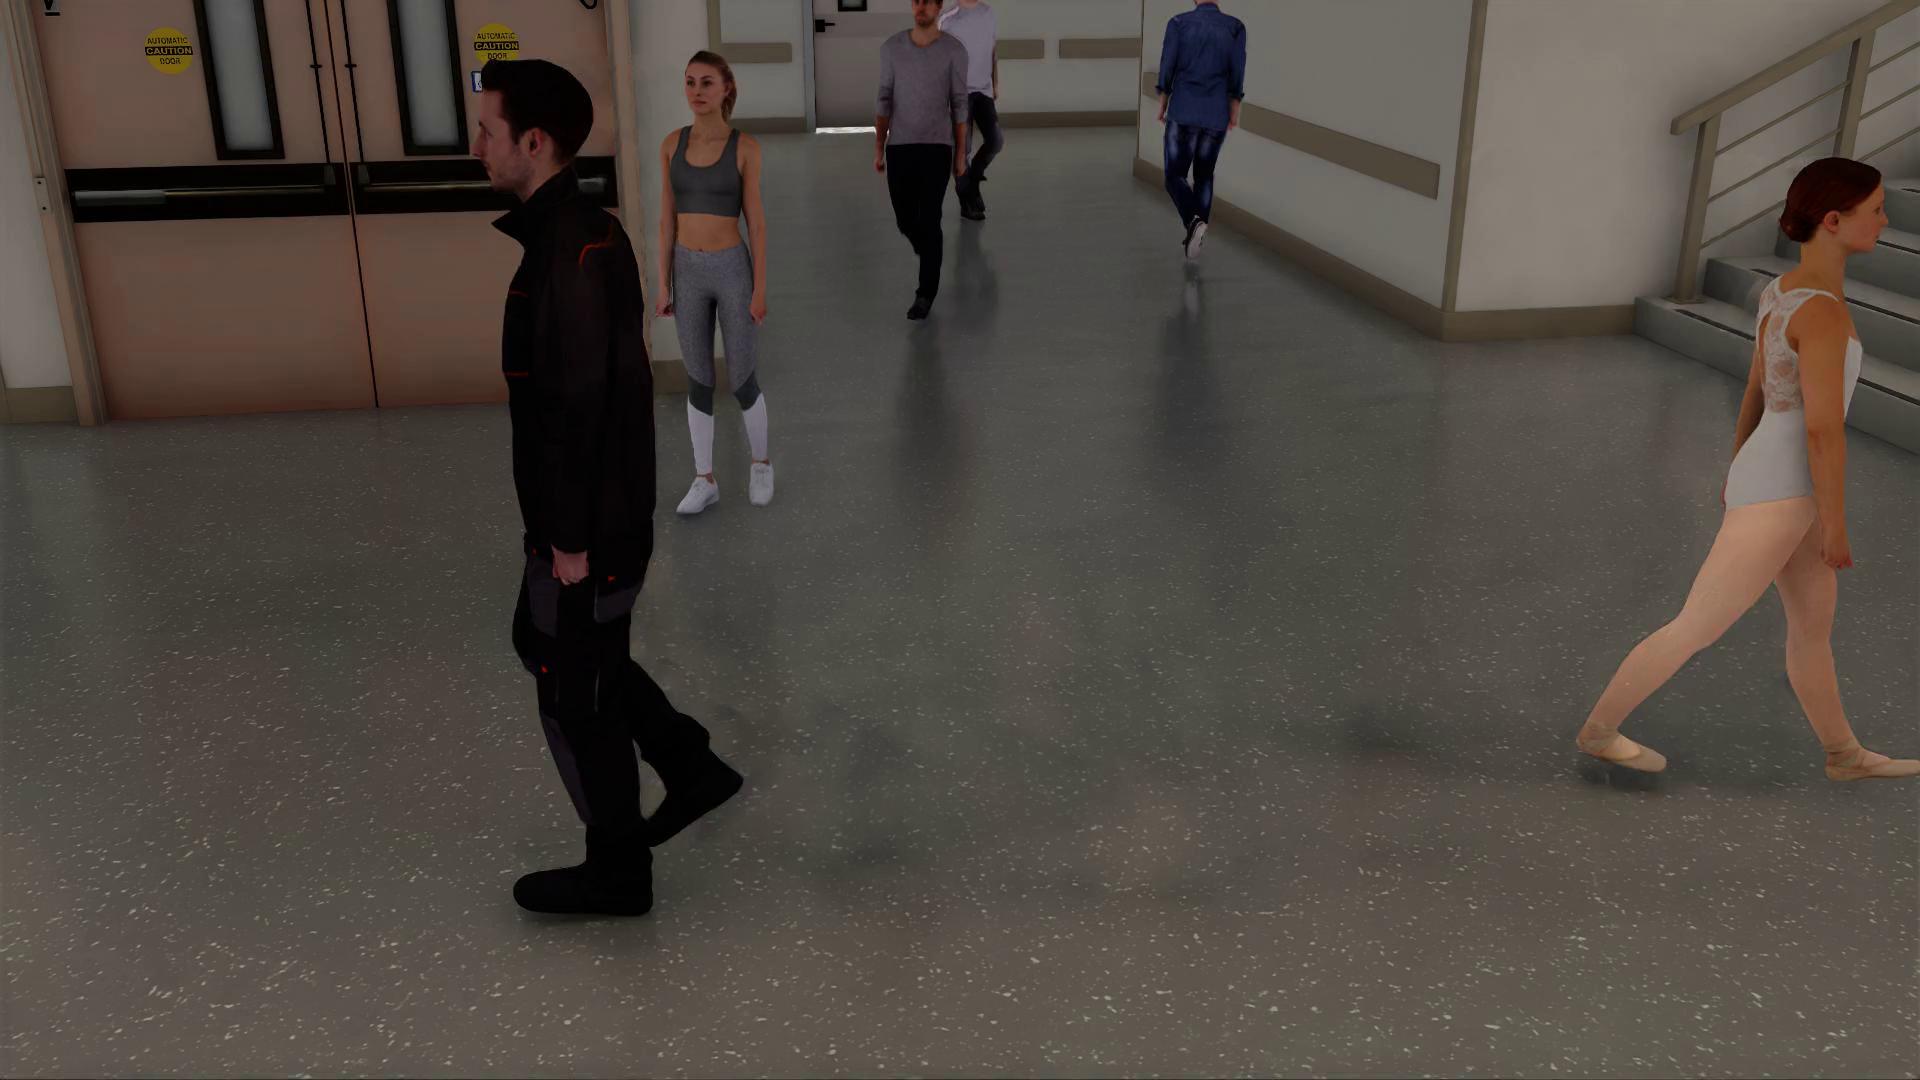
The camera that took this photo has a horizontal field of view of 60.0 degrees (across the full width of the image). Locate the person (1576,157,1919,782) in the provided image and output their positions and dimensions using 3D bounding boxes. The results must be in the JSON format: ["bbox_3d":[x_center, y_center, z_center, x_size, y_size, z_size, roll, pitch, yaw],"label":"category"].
[{"bbox_3d":[1.921,-0.089,4.113,1.145,1.593,0.874,5,21,14],"label":"person"}]

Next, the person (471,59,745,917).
[{"bbox_3d":[-0.737,-0.057,3.599,0.781,1.899,0.723,-2,21,-4],"label":"person"}]

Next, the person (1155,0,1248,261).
[{"bbox_3d":[1.526,-2.666,10.628,1.014,1.798,0.799,-2,21,-6],"label":"person"}]

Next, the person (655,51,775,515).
[{"bbox_3d":[-0.907,-0.960,6.256,0.723,1.705,0.762,5,21,12],"label":"person"}]

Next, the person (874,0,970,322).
[{"bbox_3d":[-0.199,-2.196,9.361,1.170,1.817,1.068,6,22,16],"label":"person"}]

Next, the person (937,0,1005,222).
[{"bbox_3d":[0.019,-3.291,12.259,0.808,1.812,0.904,-14,25,-33],"label":"person"}]
